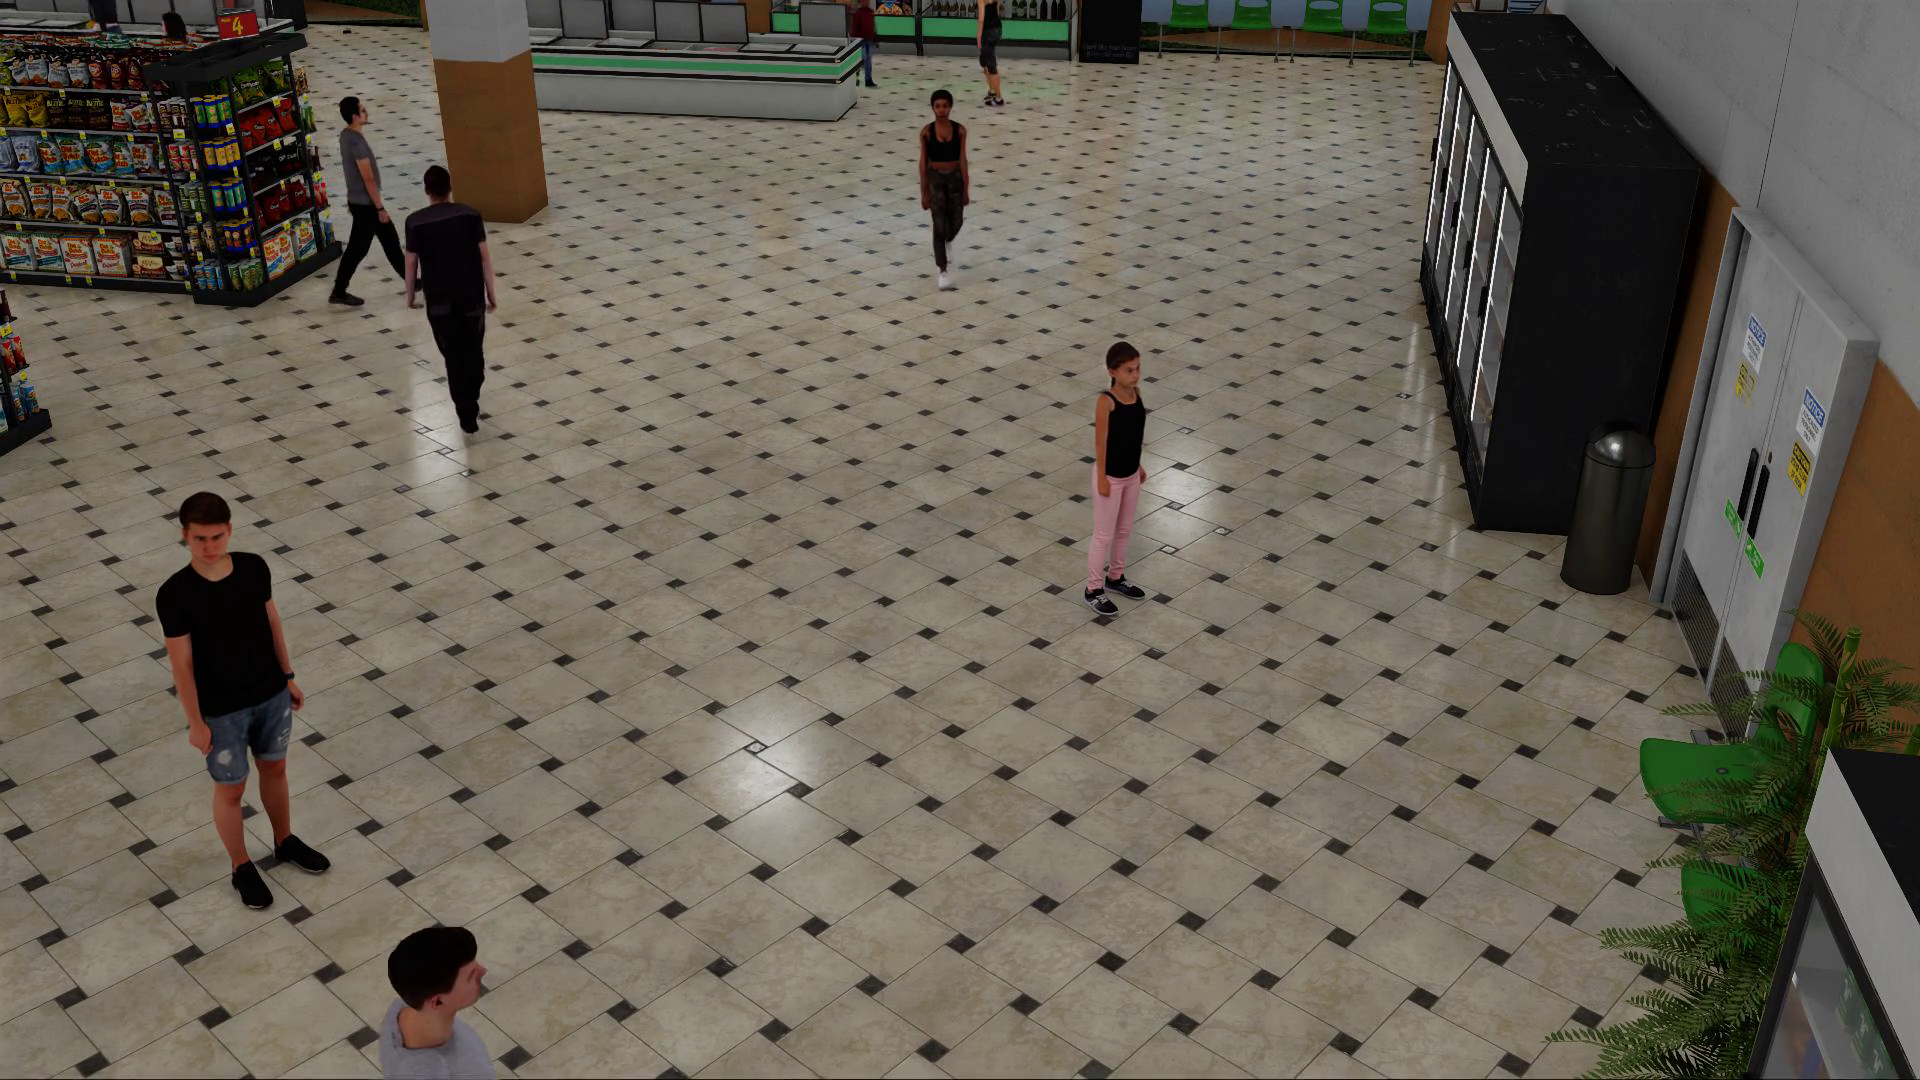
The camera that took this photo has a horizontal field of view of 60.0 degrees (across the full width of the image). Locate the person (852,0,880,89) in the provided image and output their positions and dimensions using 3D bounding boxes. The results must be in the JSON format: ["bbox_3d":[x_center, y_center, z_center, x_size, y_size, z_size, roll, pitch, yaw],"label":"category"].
[{"bbox_3d":[-1.286,-6.564,21.801,0.723,1.247,0.659,23,35,38],"label":"person"}]

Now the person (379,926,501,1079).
[{"bbox_3d":[-1.475,1.851,4.592,1.201,1.804,1.103,-15,31,-28],"label":"person"}]

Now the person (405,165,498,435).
[{"bbox_3d":[-3.461,-1.609,11.423,1.285,1.797,1.215,-10,29,-19],"label":"person"}]

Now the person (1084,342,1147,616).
[{"bbox_3d":[0.871,-0.358,9.214,0.649,1.564,0.616,23,35,38],"label":"person"}]

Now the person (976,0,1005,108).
[{"bbox_3d":[0.453,-6.245,20.661,0.726,1.710,0.687,17,32,30],"label":"person"}]

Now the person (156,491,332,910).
[{"bbox_3d":[-3.010,0.644,6.926,0.716,1.846,0.732,18,32,31],"label":"person"}]

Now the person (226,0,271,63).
[{"bbox_3d":[-8.841,-6.148,20.406,0.663,1.768,0.602,4,27,7],"label":"person"}]

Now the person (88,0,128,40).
[{"bbox_3d":[-10.515,-6.148,20.400,0.622,1.774,0.574,5,27,10],"label":"person"}]

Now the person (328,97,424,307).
[{"bbox_3d":[-5.009,-2.758,13.785,1.243,1.711,1.090,-13,30,-25],"label":"person"}]

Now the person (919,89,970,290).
[{"bbox_3d":[-0.138,-3.058,14.404,0.893,1.685,0.786,-2,27,-4],"label":"person"}]
